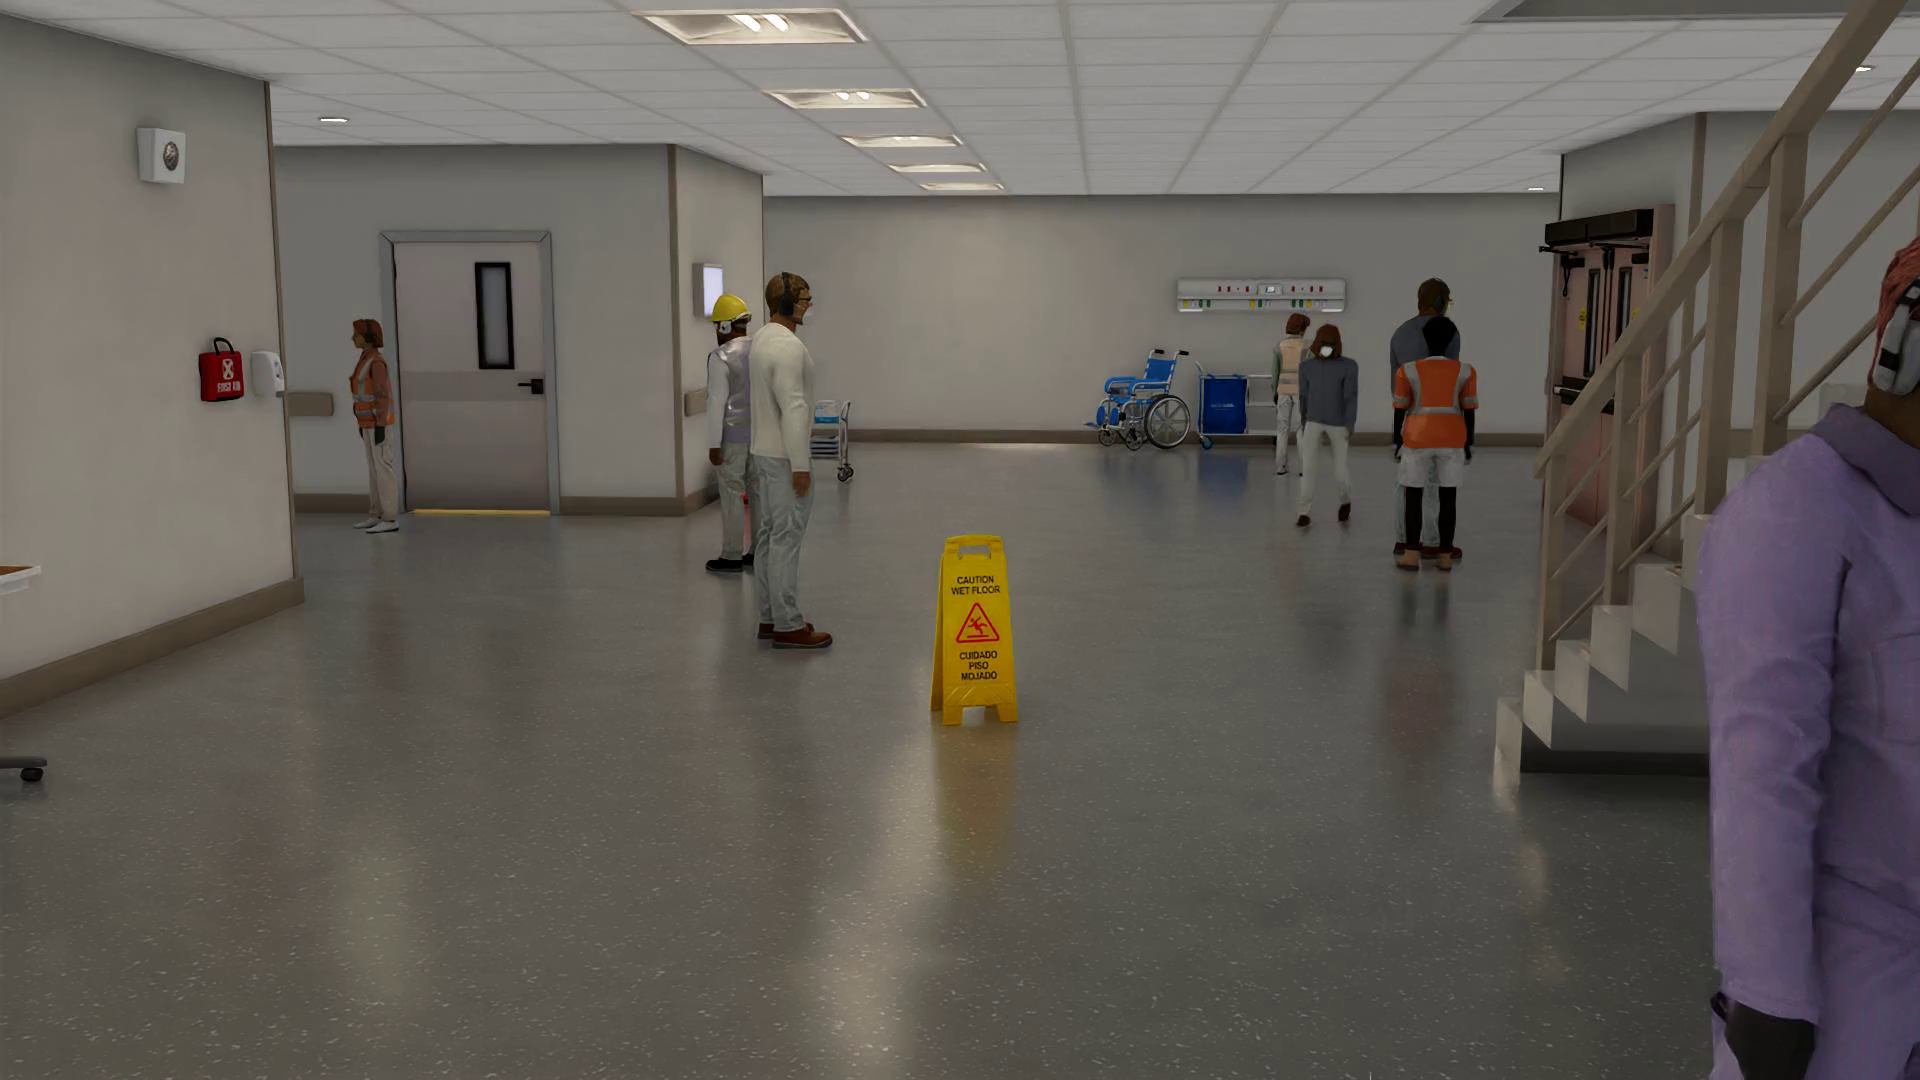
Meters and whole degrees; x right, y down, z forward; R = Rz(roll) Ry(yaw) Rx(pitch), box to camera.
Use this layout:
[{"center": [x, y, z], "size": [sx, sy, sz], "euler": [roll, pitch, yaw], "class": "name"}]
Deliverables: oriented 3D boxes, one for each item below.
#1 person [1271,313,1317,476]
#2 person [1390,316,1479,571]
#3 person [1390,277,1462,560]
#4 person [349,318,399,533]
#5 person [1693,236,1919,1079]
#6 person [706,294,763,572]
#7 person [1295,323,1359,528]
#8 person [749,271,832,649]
[{"center": [3.382, -1.464, 16.779], "size": [0.514, 1.639, 0.314], "euler": [7, 11, 38], "class": "person"}, {"center": [3.124, -0.629, 10.959], "size": [0.552, 1.683, 0.337], "euler": [1, 8, 9], "class": "person"}, {"center": [3.227, -0.834, 11.489], "size": [0.372, 1.938, 0.630], "euler": [-4, 9, -28], "class": "person"}, {"center": [-4.496, -0.875, 12.765], "size": [0.314, 1.641, 0.515], "euler": [-5, 10, -32], "class": "person"}, {"center": [1.258, 0.546, 2.231], "size": [0.637, 1.901, 0.403], "euler": [-5, 10, -31], "class": "person"}, {"center": [-1.465, -0.695, 10.941], "size": [0.403, 1.824, 0.590], "euler": [5, 10, 33], "class": "person"}, {"center": [2.914, -0.917, 13.172], "size": [0.499, 1.602, 0.768], "euler": [4, 9, 23], "class": "person"}, {"center": [-0.895, -0.410, 8.595], "size": [0.364, 1.939, 0.636], "euler": [-3, 9, -20], "class": "person"}]
